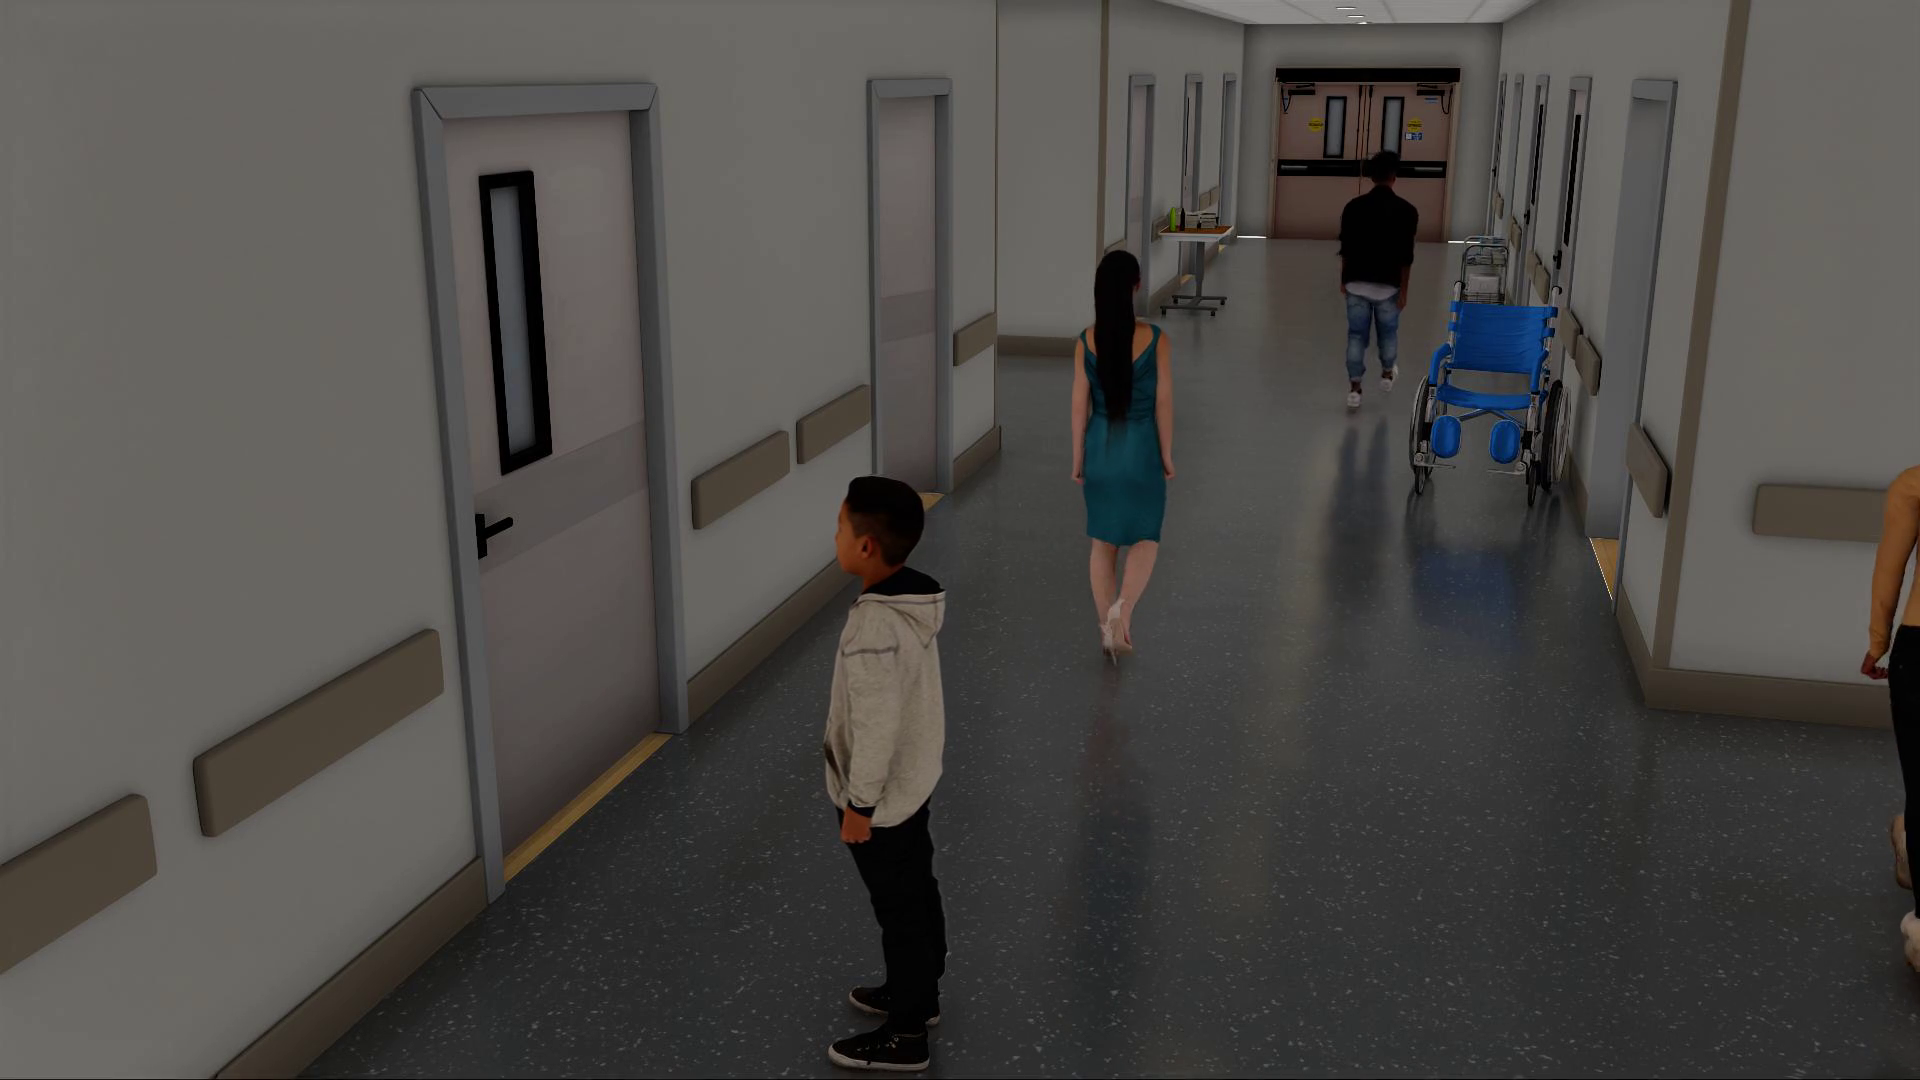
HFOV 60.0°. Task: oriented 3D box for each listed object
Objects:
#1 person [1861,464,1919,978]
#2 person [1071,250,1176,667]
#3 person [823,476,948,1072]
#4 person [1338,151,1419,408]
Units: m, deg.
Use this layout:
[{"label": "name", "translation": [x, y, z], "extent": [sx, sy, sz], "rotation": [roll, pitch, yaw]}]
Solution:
[{"label": "person", "translation": [2.619, 0.367, 4.347], "extent": [0.615, 1.618, 1.082], "rotation": [5, 17, 17]}, {"label": "person", "translation": [0.624, -0.269, 6.504], "extent": [0.563, 1.672, 0.682], "rotation": [4, 16, 13]}, {"label": "person", "translation": [-0.161, 0.559, 3.968], "extent": [0.659, 1.453, 0.458], "rotation": [3, 16, 9]}, {"label": "person", "translation": [2.906, -1.805, 11.771], "extent": [0.781, 1.770, 1.147], "rotation": [6, 17, 20]}]
